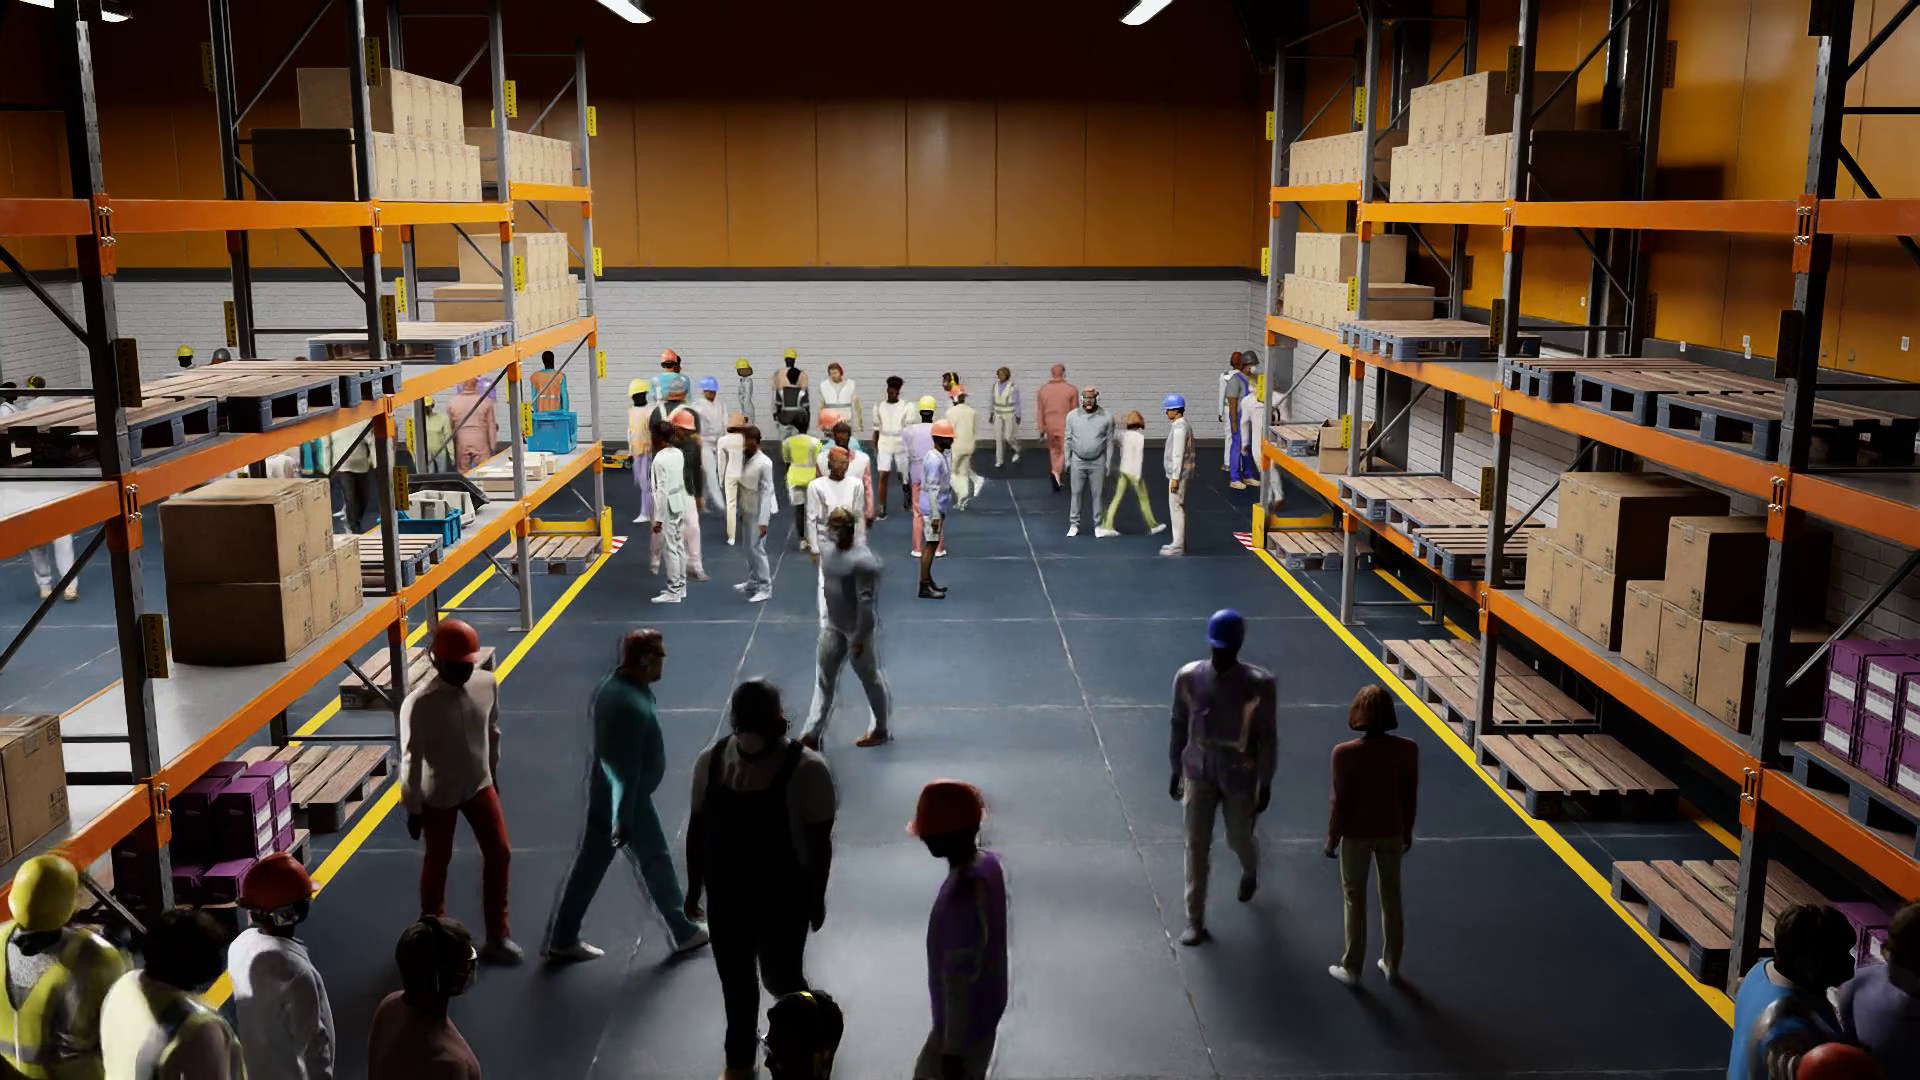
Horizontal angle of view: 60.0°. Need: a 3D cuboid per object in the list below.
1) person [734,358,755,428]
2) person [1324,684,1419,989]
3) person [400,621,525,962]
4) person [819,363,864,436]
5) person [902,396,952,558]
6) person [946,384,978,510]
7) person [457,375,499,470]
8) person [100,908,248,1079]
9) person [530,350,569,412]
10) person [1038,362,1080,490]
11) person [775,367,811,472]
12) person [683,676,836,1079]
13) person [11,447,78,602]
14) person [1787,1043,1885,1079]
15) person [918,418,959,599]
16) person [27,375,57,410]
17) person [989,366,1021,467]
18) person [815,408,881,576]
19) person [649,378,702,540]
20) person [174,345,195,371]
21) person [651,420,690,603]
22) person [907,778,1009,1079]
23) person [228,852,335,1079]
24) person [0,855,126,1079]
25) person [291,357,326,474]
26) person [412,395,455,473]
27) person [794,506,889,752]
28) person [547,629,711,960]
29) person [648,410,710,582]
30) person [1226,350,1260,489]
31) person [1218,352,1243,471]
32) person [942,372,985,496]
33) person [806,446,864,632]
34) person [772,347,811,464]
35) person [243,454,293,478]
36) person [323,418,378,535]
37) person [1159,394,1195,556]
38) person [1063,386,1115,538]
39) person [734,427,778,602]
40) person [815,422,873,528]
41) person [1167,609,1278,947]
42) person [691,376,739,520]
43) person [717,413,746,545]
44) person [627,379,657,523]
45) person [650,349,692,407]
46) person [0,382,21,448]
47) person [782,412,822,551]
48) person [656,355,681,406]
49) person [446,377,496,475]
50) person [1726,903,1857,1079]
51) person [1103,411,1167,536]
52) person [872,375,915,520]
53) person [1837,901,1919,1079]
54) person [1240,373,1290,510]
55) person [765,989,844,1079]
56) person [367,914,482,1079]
[{"bbox_3d":[-3.440,-2.038,26.628,0.323,1.737,0.484,-1,11,-7],"label":"person"},{"bbox_3d":[2.174,1.566,8.807,0.507,1.630,0.268,-3,12,-14],"label":"person"},{"bbox_3d":[-2.707,1.373,8.996,0.760,1.946,0.636,10,15,41],"label":"person"},{"bbox_3d":[-1.807,-1.802,25.329,0.664,1.778,0.937,-1,11,-4],"label":"person"},{"bbox_3d":[-0.391,-0.742,19.636,0.595,1.925,0.371,0,11,-2],"label":"person"},{"bbox_3d":[-0.003,-1.253,22.714,0.583,1.724,0.471,-10,15,-40],"label":"person"},{"bbox_3d":[-7.223,-1.809,24.983,0.587,1.930,0.354,0,11,-2],"label":"person"},{"bbox_3d":[-2.638,2.108,5.627,0.683,1.824,0.436,10,15,41],"label":"person"},{"bbox_3d":[-6.373,-1.989,25.907,0.593,1.922,0.391,1,11,6],"label":"person"},{"bbox_3d":[1.427,-1.644,24.265,0.638,1.887,0.734,6,13,26],"label":"person"},{"bbox_3d":[-2.568,-1.832,25.708,0.558,1.684,0.380,1,11,5],"label":"person"},{"bbox_3d":[-0.950,1.585,7.684,0.702,2.000,0.535,4,12,19],"label":"person"},{"bbox_3d":[-9.564,-0.348,17.376,0.698,2.000,0.955,-7,13,-31],"label":"person"},{"bbox_3d":[2.468,2.266,5.087,0.582,1.719,0.633,-10,15,-42],"label":"person"},{"bbox_3d":[-0.231,-0.335,17.635,0.437,1.923,0.553,1,11,3],"label":"person"},{"bbox_3d":[-12.461,-1.308,22.640,0.308,1.865,0.533,2,11,11],"label":"person"},{"bbox_3d":[0.741,-1.978,26.600,0.553,1.619,0.431,8,14,34],"label":"person"},{"bbox_3d":[-1.264,-0.451,18.086,0.652,1.963,0.639,9,14,38],"label":"person"},{"bbox_3d":[-3.503,-1.035,20.822,0.715,2.000,0.633,6,13,26],"label":"person"},{"bbox_3d":[-12.414,-2.180,26.849,0.366,1.926,0.594,-4,12,-21],"label":"person"},{"bbox_3d":[-3.051,-0.299,17.435,0.393,1.920,0.587,2,11,10],"label":"person"},{"bbox_3d":[-0.054,1.854,6.631,0.511,1.914,0.594,3,12,15],"label":"person"},{"bbox_3d":[-2.500,2.013,6.249,0.563,1.755,0.323,10,15,41],"label":"person"},{"bbox_3d":[-3.308,1.998,6.104,0.623,1.853,1.018,4,12,20],"label":"person"},{"bbox_3d":[-10.128,-1.925,25.824,0.337,1.834,0.572,6,13,26],"label":"person"},{"bbox_3d":[-7.013,-1.130,22.127,0.540,1.722,0.722,-4,12,-19],"label":"person"},{"bbox_3d":[-0.914,0.690,12.533,0.961,1.891,0.652,-10,15,-41],"label":"person"},{"bbox_3d":[-1.815,1.406,9.070,0.974,1.854,0.649,-5,12,-25],"label":"person"},{"bbox_3d":[-3.173,-0.507,18.541,0.641,1.921,0.945,-7,13,-30],"label":"person"},{"bbox_3d":[4.269,-1.784,24.578,0.684,2.000,0.538,-11,16,-43],"label":"person"},{"bbox_3d":[4.345,-2.019,26.153,0.575,1.885,0.355,0,11,-2],"label":"person"},{"bbox_3d":[-0.038,-1.471,23.521,0.800,1.842,0.532,-3,12,-16],"label":"person"},{"bbox_3d":[-1.169,0.048,15.836,0.604,1.873,0.432,-5,12,-22],"label":"person"},{"bbox_3d":[-2.691,-2.122,26.617,0.588,1.905,0.564,2,11,11],"label":"person"},{"bbox_3d":[-7.176,-0.244,17.376,0.386,1.836,0.562,7,13,32],"label":"person"},{"bbox_3d":[-7.433,-0.889,20.328,0.650,1.955,0.877,-7,13,-31],"label":"person"},{"bbox_3d":[2.584,-0.777,19.815,0.420,1.932,0.621,2,11,9],"label":"person"},{"bbox_3d":[1.612,-0.975,20.858,0.643,1.909,0.410,2,11,8],"label":"person"},{"bbox_3d":[-2.150,-0.283,17.482,0.396,1.873,0.752,-6,13,-29],"label":"person"},{"bbox_3d":[-1.222,-0.328,17.668,0.606,1.892,0.859,0,11,0],"label":"person"},{"bbox_3d":[1.499,1.293,9.470,0.638,1.923,0.731,4,12,19],"label":"person"},{"bbox_3d":[-3.256,-1.223,22.123,0.982,1.897,0.606,8,14,36],"label":"person"},{"bbox_3d":[-2.716,-0.746,20.398,0.498,1.633,0.282,0,11,-2],"label":"person"},{"bbox_3d":[-4.117,-1.199,22.016,0.588,1.904,0.675,9,14,37],"label":"person"},{"bbox_3d":[-4.278,-1.810,24.693,0.608,2.048,0.365,0,11,-2],"label":"person"},{"bbox_3d":[-13.317,-1.379,23.412,0.317,1.696,0.539,-4,12,-18],"label":"person"},{"bbox_3d":[-1.878,-0.713,20.109,0.546,1.672,0.503,3,12,15],"label":"person"},{"bbox_3d":[-4.263,-1.786,24.776,0.362,1.963,0.614,7,13,31],"label":"person"},{"bbox_3d":[-6.593,-1.296,22.501,0.647,1.898,0.399,-1,11,-6],"label":"person"},{"bbox_3d":[2.804,2.099,5.609,0.429,1.844,0.627,3,12,16],"label":"person"},{"bbox_3d":[2.182,-0.838,20.984,0.861,1.581,0.503,-7,13,-32],"label":"person"},{"bbox_3d":[-0.871,-1.255,22.213,0.622,1.930,0.737,2,11,10],"label":"person"},{"bbox_3d":[3.048,2.110,5.368,0.621,1.911,0.796,11,15,43],"label":"person"},{"bbox_3d":[4.152,-1.329,22.681,0.728,1.892,0.448,10,15,40],"label":"person"},{"bbox_3d":[-0.450,2.214,4.959,0.329,1.872,0.510,-9,14,-37],"label":"person"},{"bbox_3d":[-1.678,2.119,5.303,0.384,1.931,0.629,-7,13,-31],"label":"person"}]
